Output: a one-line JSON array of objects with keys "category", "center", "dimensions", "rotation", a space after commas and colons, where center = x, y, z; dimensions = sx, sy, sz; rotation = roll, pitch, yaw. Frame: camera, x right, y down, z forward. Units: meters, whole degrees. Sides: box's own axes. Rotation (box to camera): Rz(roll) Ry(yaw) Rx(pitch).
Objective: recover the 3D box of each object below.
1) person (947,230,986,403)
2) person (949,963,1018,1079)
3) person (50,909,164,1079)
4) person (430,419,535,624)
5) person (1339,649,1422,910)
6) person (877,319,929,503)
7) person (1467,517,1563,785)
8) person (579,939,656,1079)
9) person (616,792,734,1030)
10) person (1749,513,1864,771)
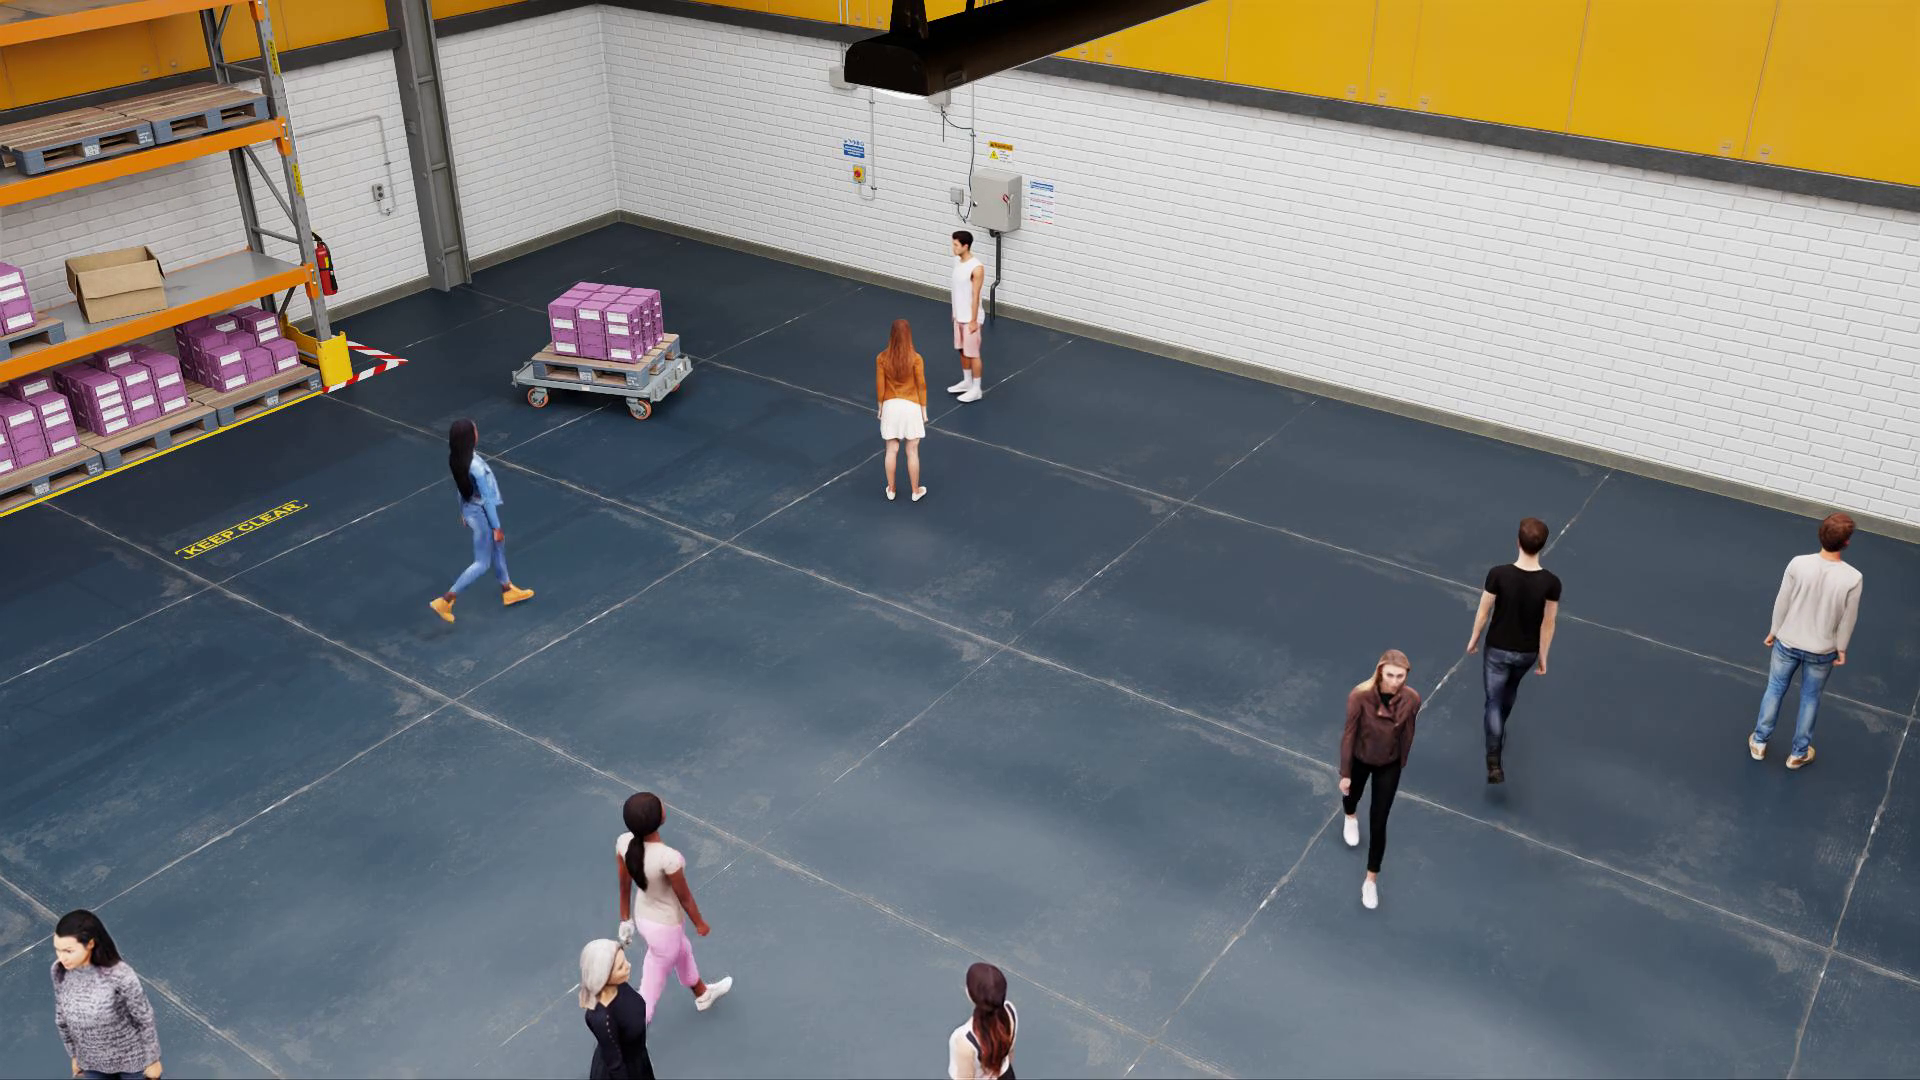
[{"category": "person", "center": [0.098, -2.299, 16.966], "dimensions": [0.738, 1.779, 0.736], "rotation": [-15, 32, -25]}, {"category": "person", "center": [0.123, 2.689, 7.957], "dimensions": [0.616, 1.649, 0.455], "rotation": [21, 35, 33]}, {"category": "person", "center": [-4.152, 2.516, 8.189], "dimensions": [0.693, 1.732, 0.683], "rotation": [3, 29, 6]}, {"category": "person", "center": [-3.843, -0.119, 13.068], "dimensions": [1.178, 1.686, 0.830], "rotation": [-21, 35, -33]}, {"category": "person", "center": [2.559, 1.359, 10.381], "dimensions": [0.950, 1.664, 1.203], "rotation": [3, 29, 6]}, {"category": "person", "center": [-0.521, -1.161, 14.940], "dimensions": [0.697, 1.723, 0.707], "rotation": [4, 29, 7]}, {"category": "person", "center": [3.724, 0.793, 11.213], "dimensions": [0.998, 1.861, 1.306], "rotation": [5, 29, 10]}, {"category": "person", "center": [-1.625, 2.604, 8.011], "dimensions": [0.755, 1.747, 0.693], "rotation": [-4, 29, -8]}, {"category": "person", "center": [-1.672, 2.144, 8.909], "dimensions": [0.629, 1.695, 1.195], "rotation": [21, 35, 33]}, {"category": "person", "center": [5.780, 0.696, 11.349], "dimensions": [0.652, 1.902, 0.536], "rotation": [18, 33, 30]}]
